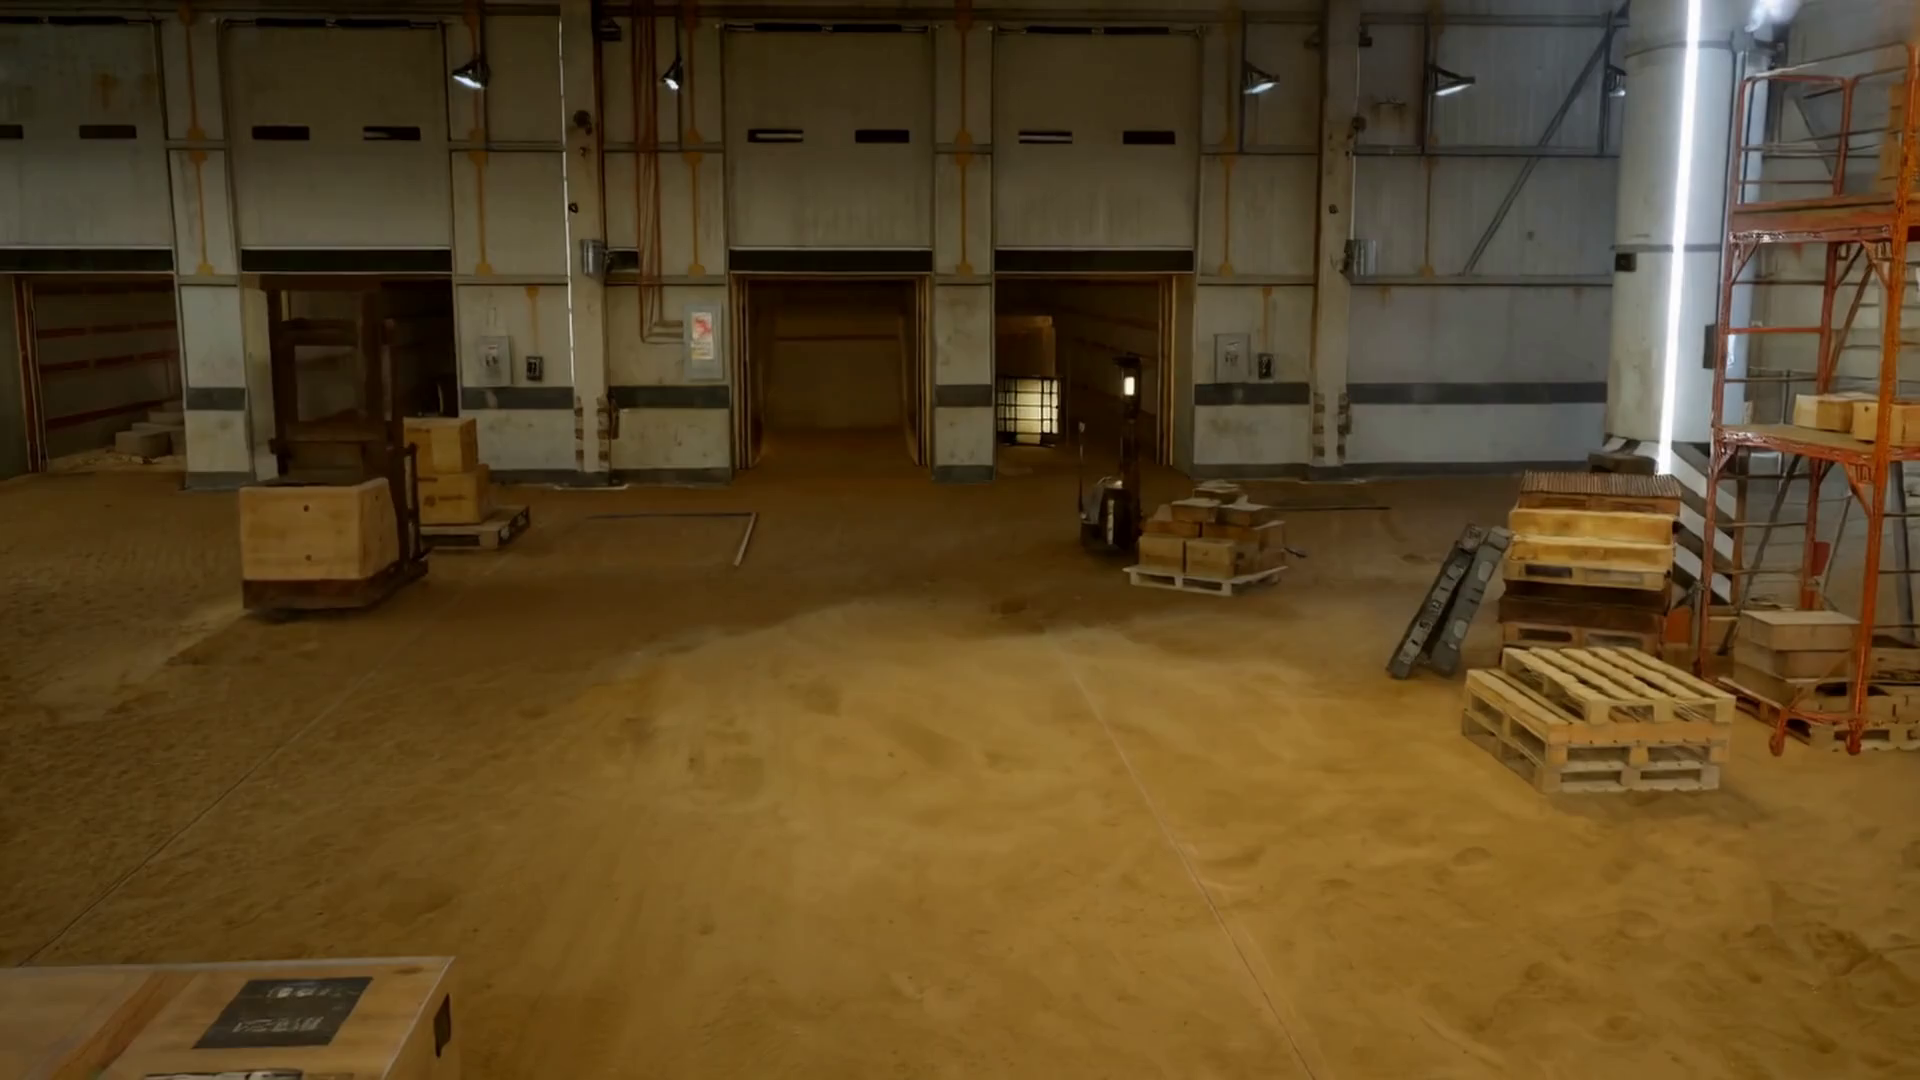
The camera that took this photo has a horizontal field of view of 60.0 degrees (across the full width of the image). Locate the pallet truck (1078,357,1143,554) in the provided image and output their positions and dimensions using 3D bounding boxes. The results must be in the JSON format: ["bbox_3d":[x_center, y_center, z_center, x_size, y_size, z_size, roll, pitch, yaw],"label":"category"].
[{"bbox_3d":[2.088,-0.836,16.757,1.885,1.965,0.823,2,9,13],"label":"pallet truck"}]

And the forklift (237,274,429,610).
[{"bbox_3d":[-5.468,-0.903,14.420,1.129,2.768,1.873,-1,9,-4],"label":"forklift"}]
